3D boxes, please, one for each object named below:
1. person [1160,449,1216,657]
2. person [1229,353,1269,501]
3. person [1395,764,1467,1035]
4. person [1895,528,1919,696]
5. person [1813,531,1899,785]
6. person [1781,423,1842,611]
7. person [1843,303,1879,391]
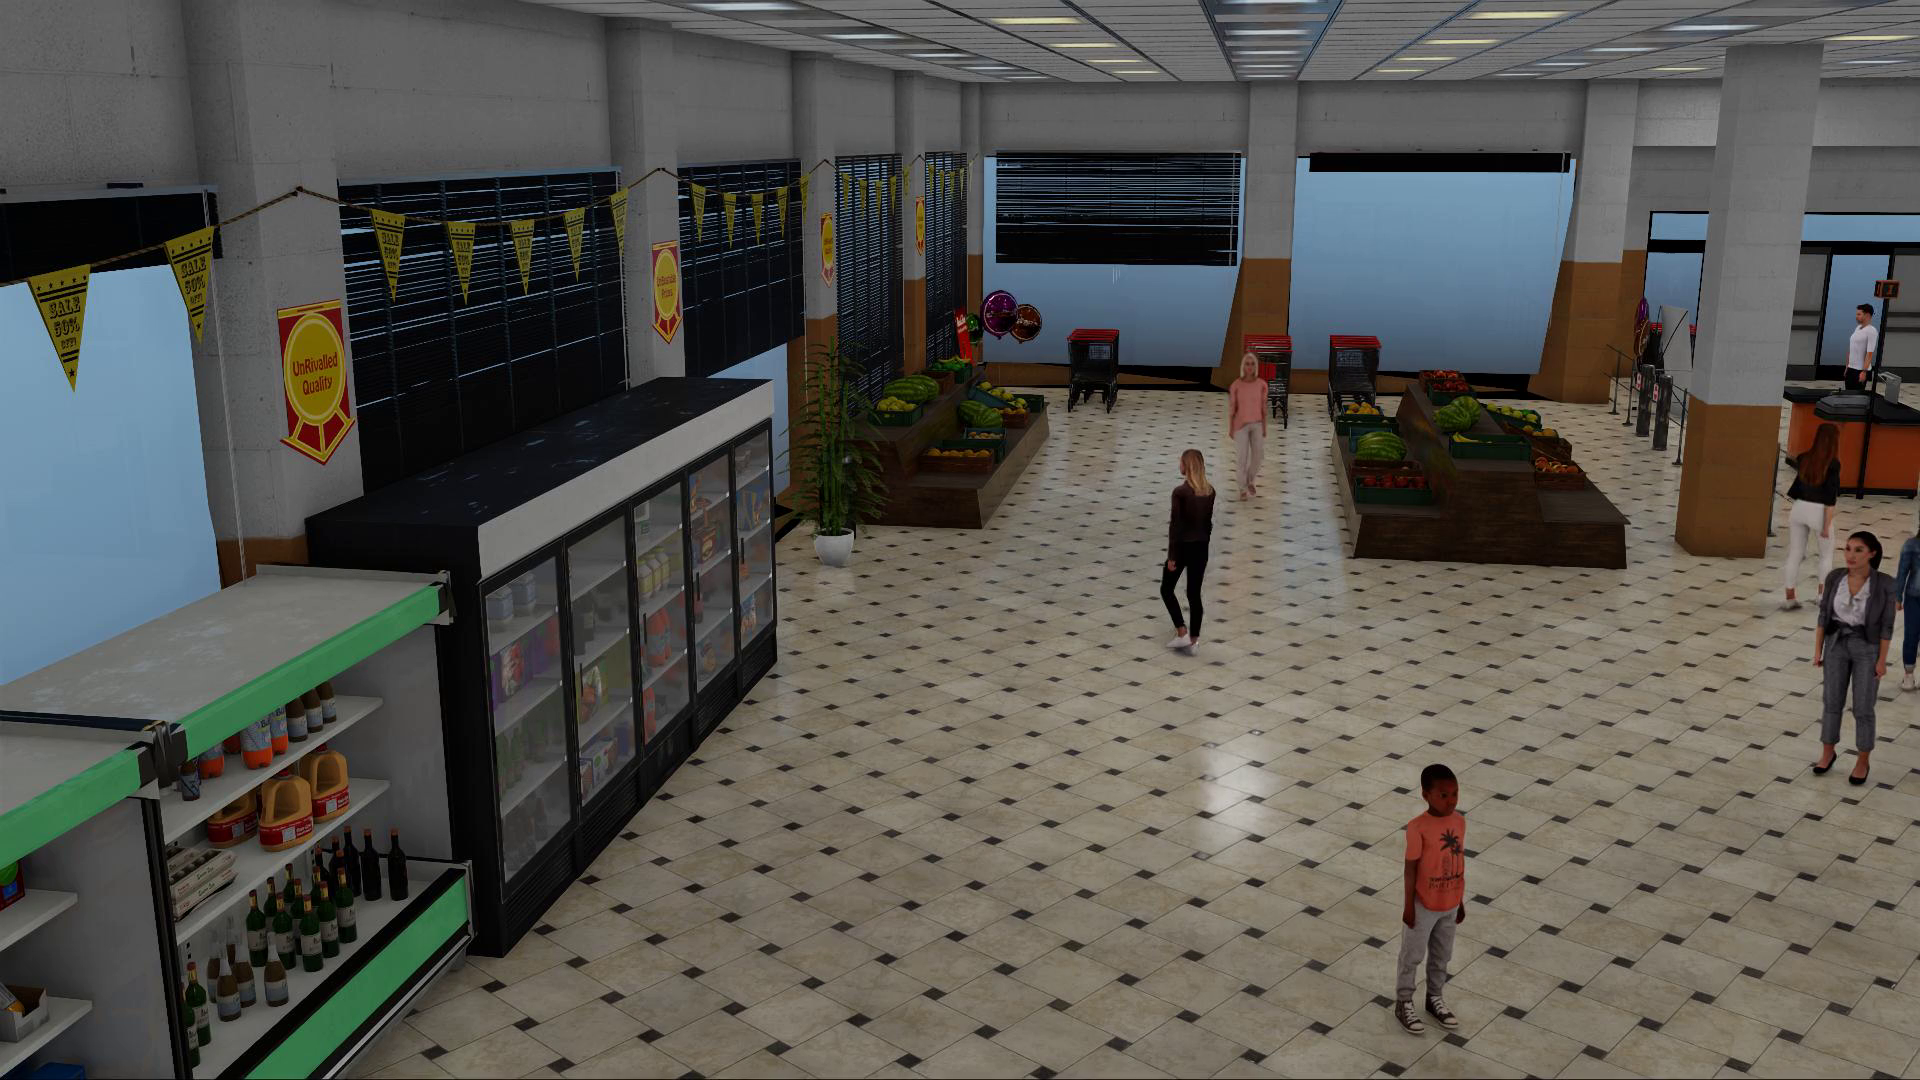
[{"bbox_3d":[1.902,0.126,13.440,0.719,1.693,0.774,-9,16,-32],"label":"person"},{"bbox_3d":[3.344,-1.325,19.378,0.653,1.713,0.666,0,14,-1],"label":"person"},{"bbox_3d":[2.230,1.675,7.865,0.550,1.310,0.587,-5,14,-19],"label":"person"},{"bbox_3d":[7.325,0.444,12.624,0.702,1.459,0.853,6,15,24],"label":"person"},{"bbox_3d":[5.855,0.755,10.891,0.763,1.671,0.720,-11,18,-39],"label":"person"},{"bbox_3d":[7.502,-0.186,14.754,0.924,1.679,0.873,-9,16,-32],"label":"person"},{"bbox_3d":[12.812,-2.446,23.698,0.764,1.855,0.569,0,14,-1],"label":"person"}]
